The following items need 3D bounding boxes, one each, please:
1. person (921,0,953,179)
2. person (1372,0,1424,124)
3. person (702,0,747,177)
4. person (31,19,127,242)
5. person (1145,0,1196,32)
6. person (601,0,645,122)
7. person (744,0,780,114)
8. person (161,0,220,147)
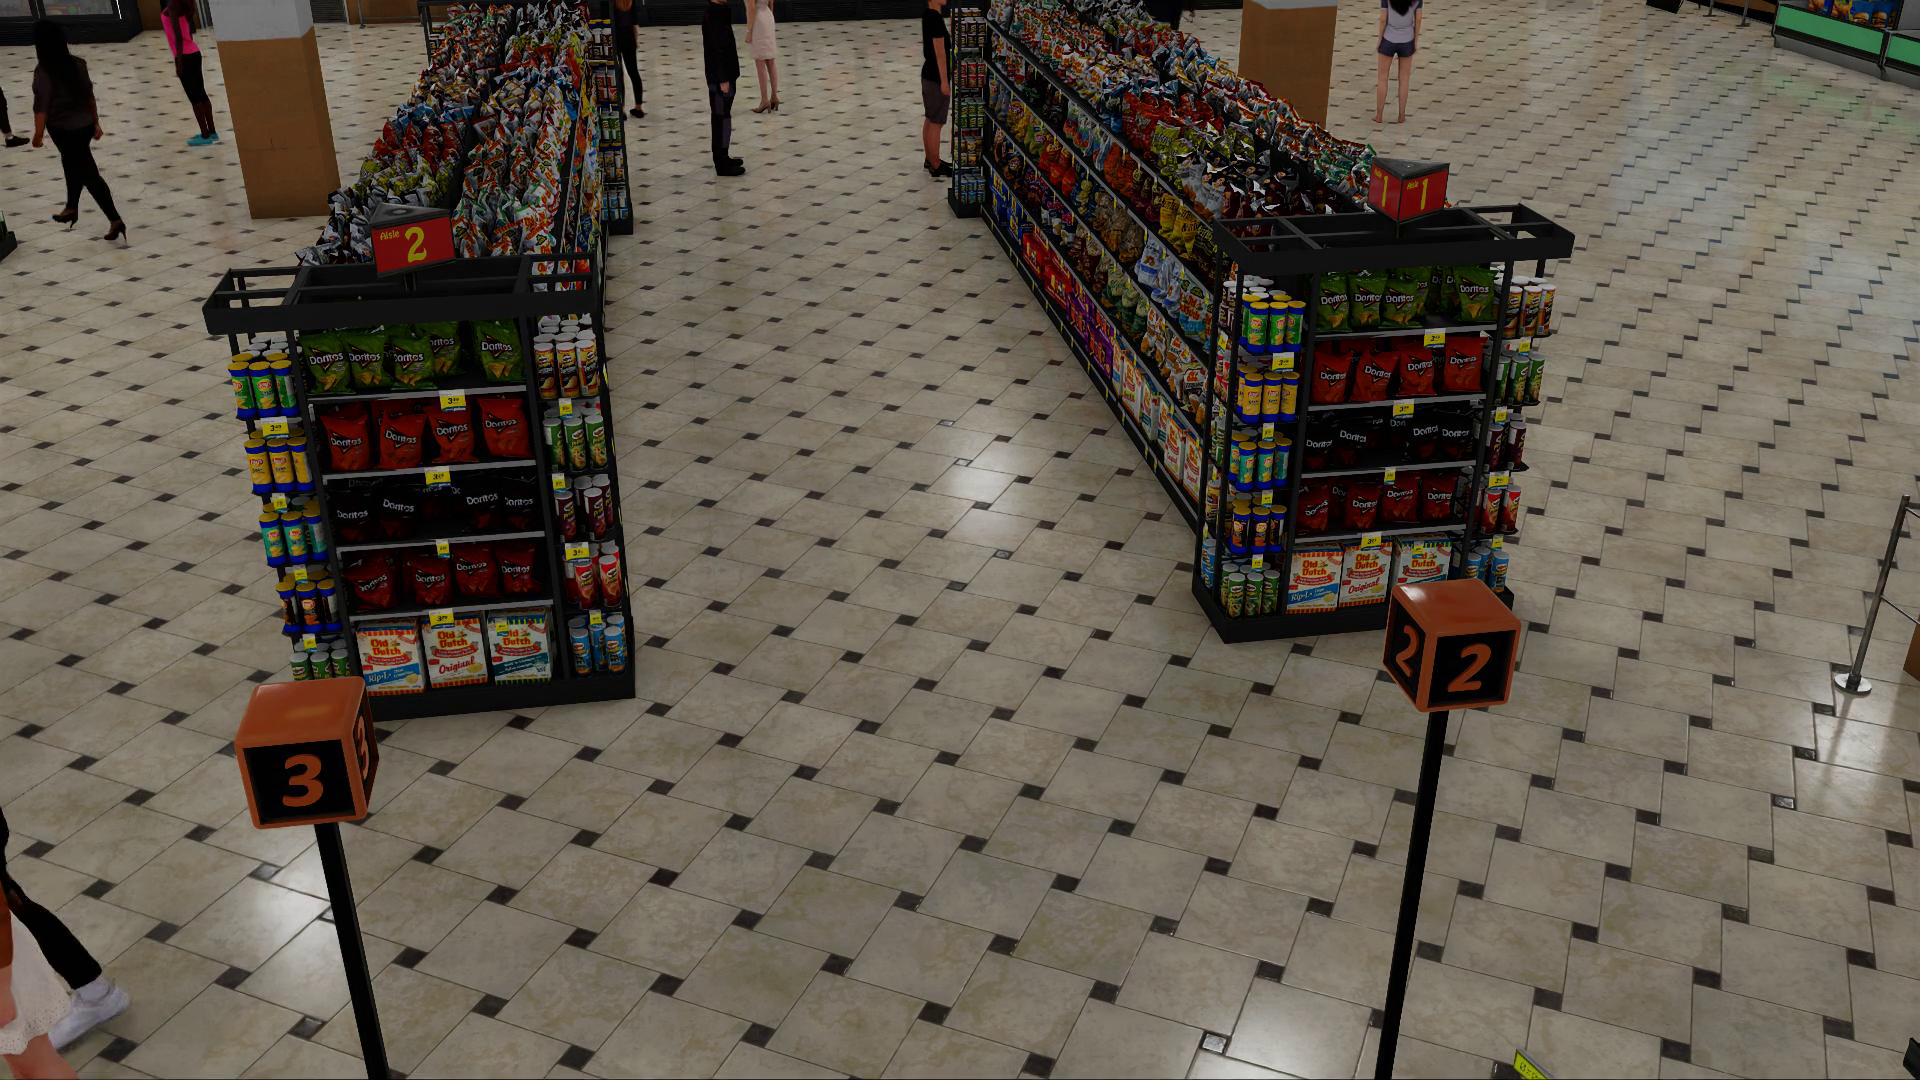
[{"bbox_3d":[-0.236,-4.450,15.960,0.727,1.862,0.516,-6,27,-11],"label":"person"},{"bbox_3d":[4.723,-5.394,17.995,0.644,1.706,0.596,2,27,4],"label":"person"},{"bbox_3d":[-2.314,-4.464,16.014,0.772,1.839,0.488,-4,27,-8],"label":"person"},{"bbox_3d":[-7.317,-3.368,13.893,1.013,1.801,1.130,6,28,12],"label":"person"},{"bbox_3d":[2.399,-6.126,19.507,1.001,1.644,1.080,15,31,28],"label":"person"},{"bbox_3d":[-3.690,-5.464,18.128,0.681,1.710,0.704,-23,35,-38],"label":"person"},{"bbox_3d":[-2.190,-5.626,18.419,0.749,1.735,0.687,18,32,31],"label":"person"},{"bbox_3d":[-7.931,-4.940,17.080,0.662,1.723,0.529,0,27,-1],"label":"person"}]
